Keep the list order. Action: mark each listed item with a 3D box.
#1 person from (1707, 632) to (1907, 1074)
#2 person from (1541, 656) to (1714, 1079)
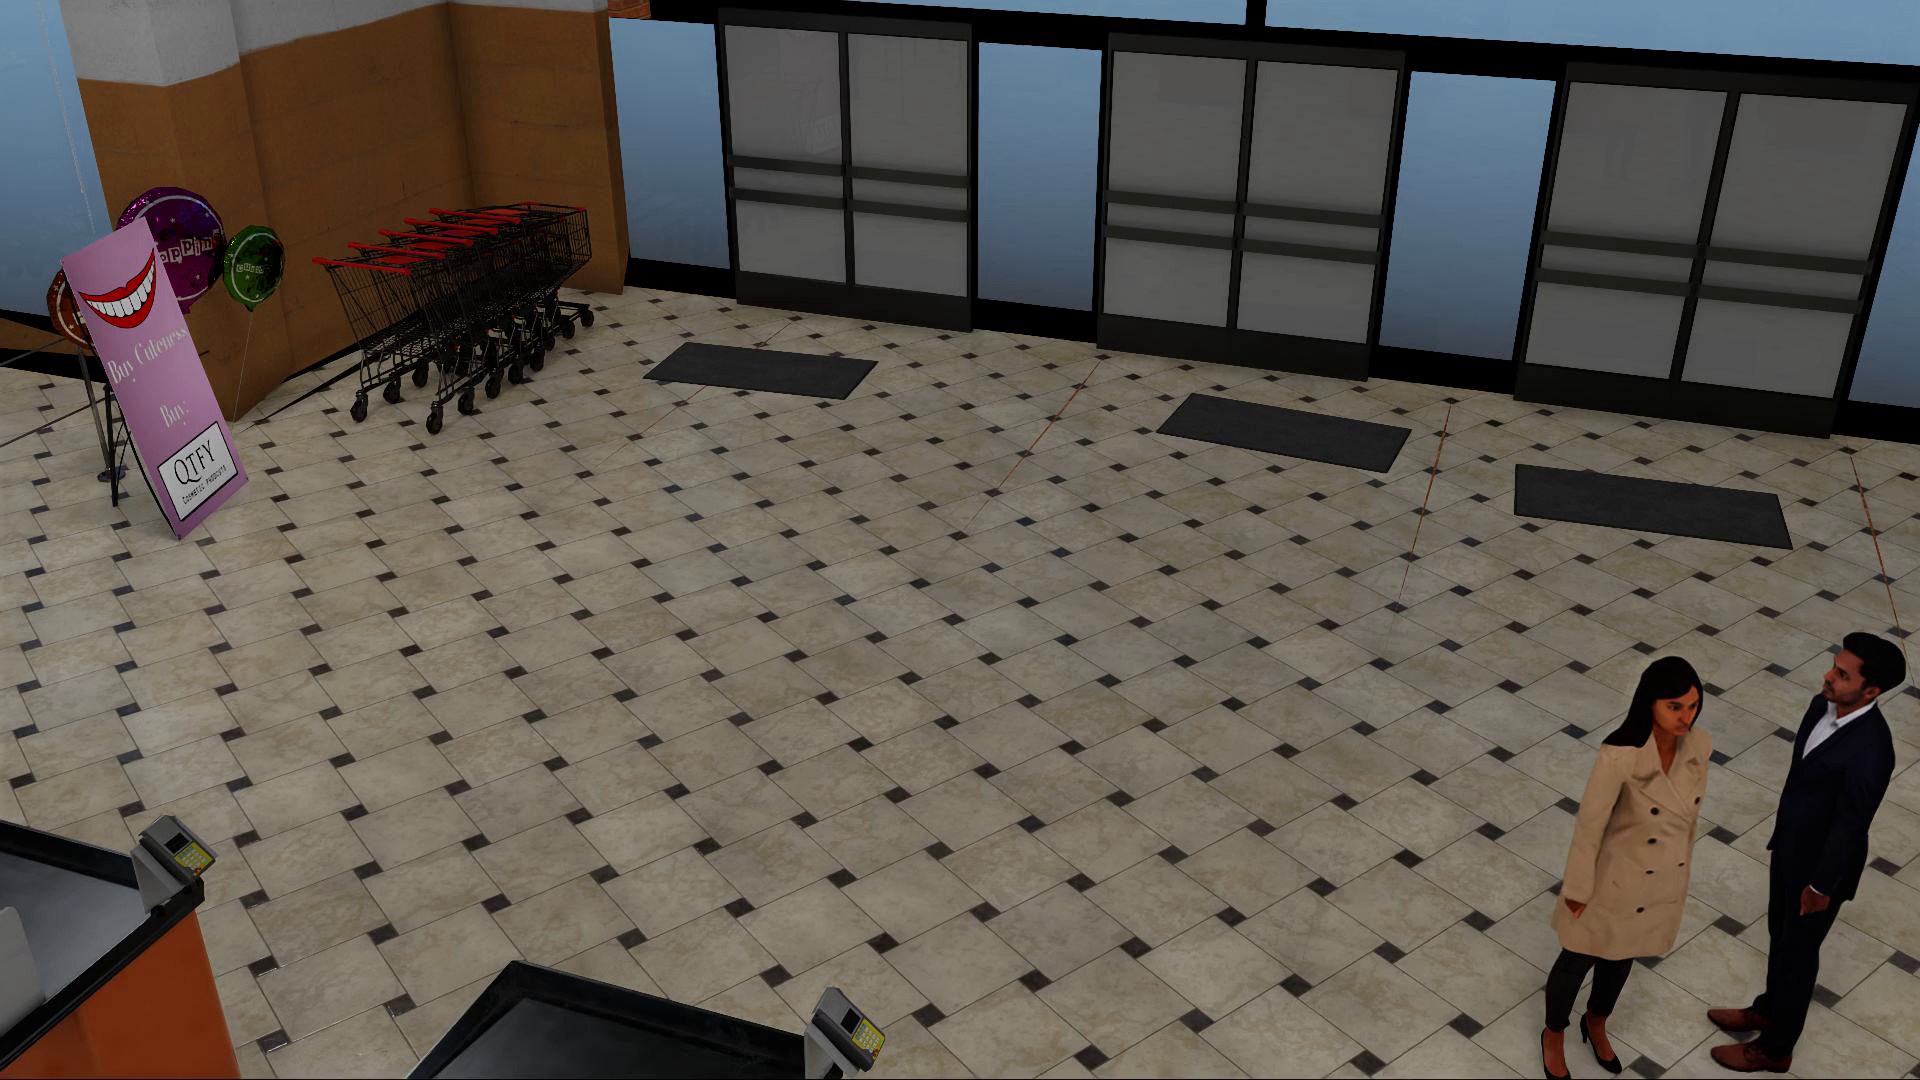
[{"bbox_3d":[2.913,1.060,5.633,0.737,1.730,0.552,5,27,9],"label":"person"},{"bbox_3d":[2.226,1.124,5.562,0.720,1.681,0.739,-8,28,-15],"label":"person"}]
